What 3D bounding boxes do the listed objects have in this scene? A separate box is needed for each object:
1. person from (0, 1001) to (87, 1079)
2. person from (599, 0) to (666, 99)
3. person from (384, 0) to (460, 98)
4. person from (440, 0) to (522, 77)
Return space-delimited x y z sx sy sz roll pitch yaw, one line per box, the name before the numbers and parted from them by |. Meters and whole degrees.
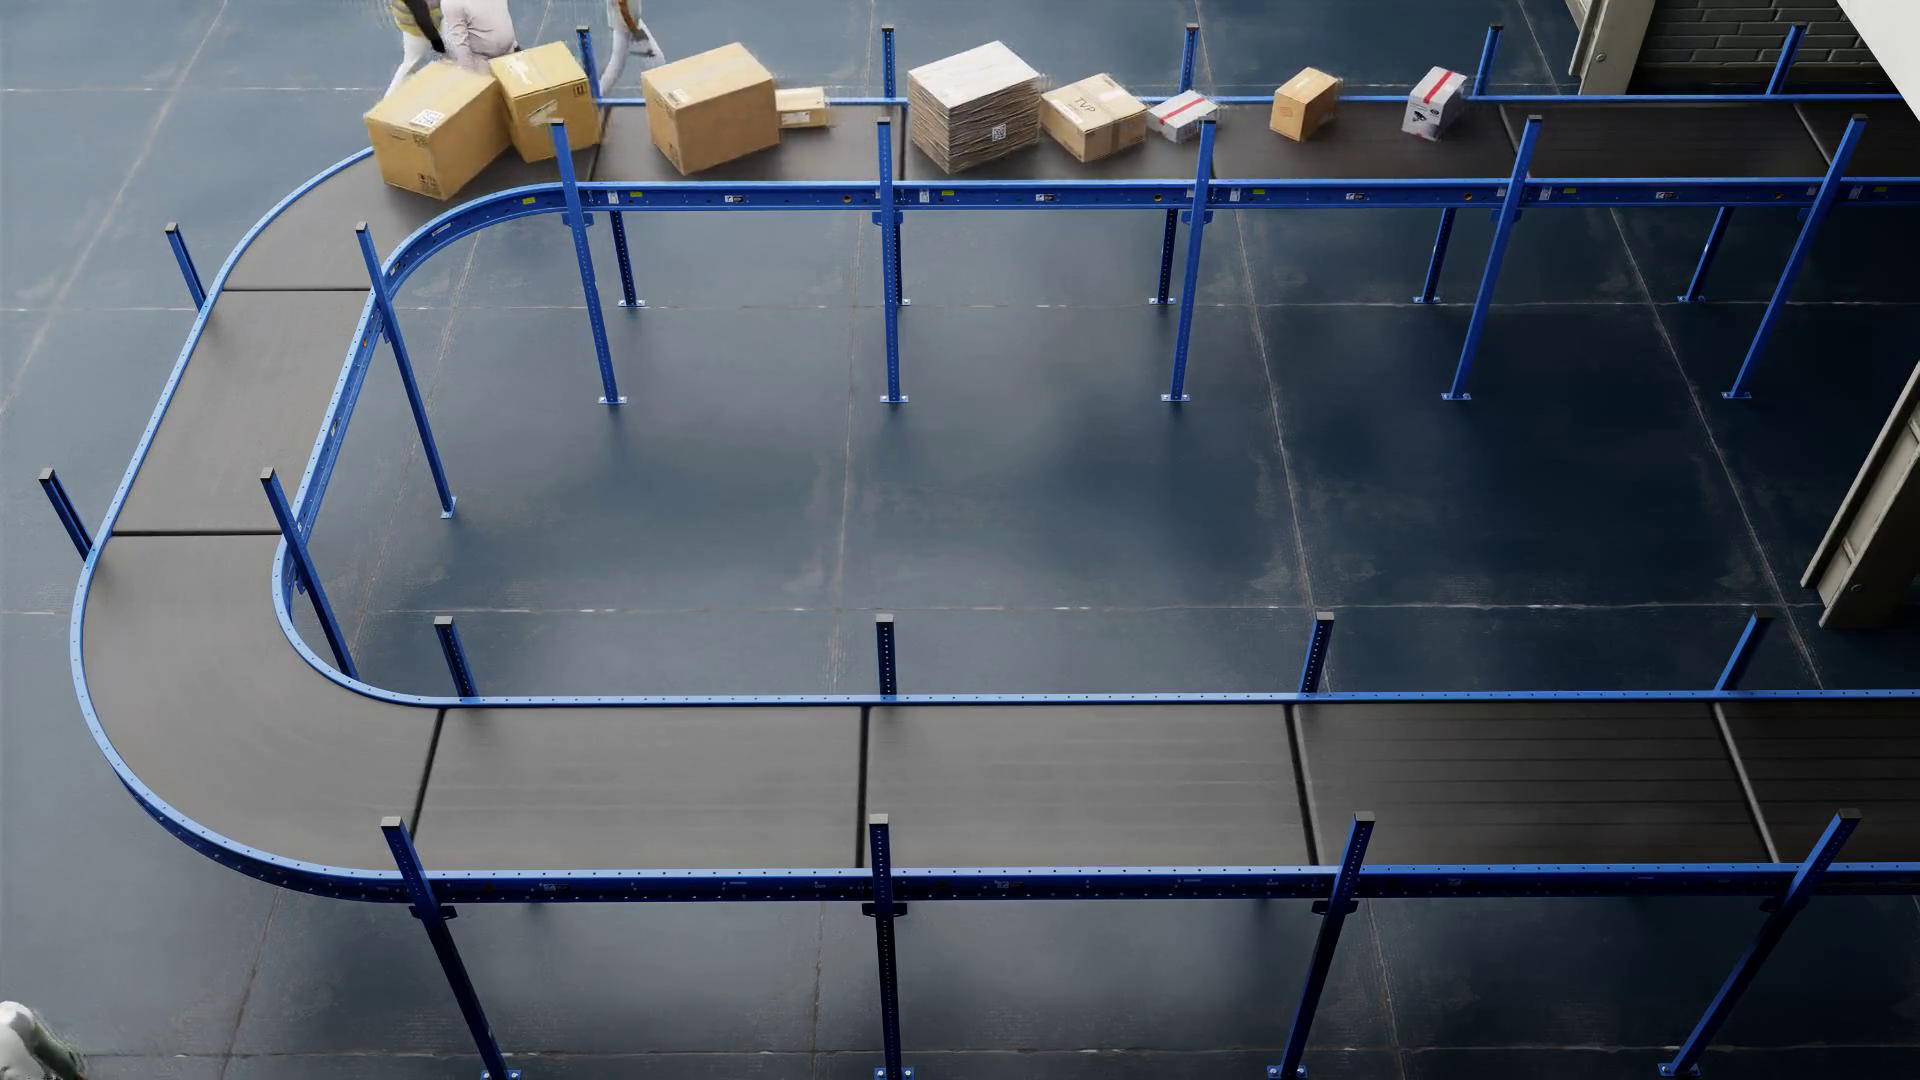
person | -4.135 2.578 7.581 0.994 1.892 0.651 8 48 8
person | -2.659 -4.183 13.942 0.995 1.817 0.517 7 47 6
person | -4.443 -4.244 14.015 0.970 1.802 0.627 -6 47 -5
person | -3.681 -3.810 13.530 0.404 1.911 0.636 20 50 18
